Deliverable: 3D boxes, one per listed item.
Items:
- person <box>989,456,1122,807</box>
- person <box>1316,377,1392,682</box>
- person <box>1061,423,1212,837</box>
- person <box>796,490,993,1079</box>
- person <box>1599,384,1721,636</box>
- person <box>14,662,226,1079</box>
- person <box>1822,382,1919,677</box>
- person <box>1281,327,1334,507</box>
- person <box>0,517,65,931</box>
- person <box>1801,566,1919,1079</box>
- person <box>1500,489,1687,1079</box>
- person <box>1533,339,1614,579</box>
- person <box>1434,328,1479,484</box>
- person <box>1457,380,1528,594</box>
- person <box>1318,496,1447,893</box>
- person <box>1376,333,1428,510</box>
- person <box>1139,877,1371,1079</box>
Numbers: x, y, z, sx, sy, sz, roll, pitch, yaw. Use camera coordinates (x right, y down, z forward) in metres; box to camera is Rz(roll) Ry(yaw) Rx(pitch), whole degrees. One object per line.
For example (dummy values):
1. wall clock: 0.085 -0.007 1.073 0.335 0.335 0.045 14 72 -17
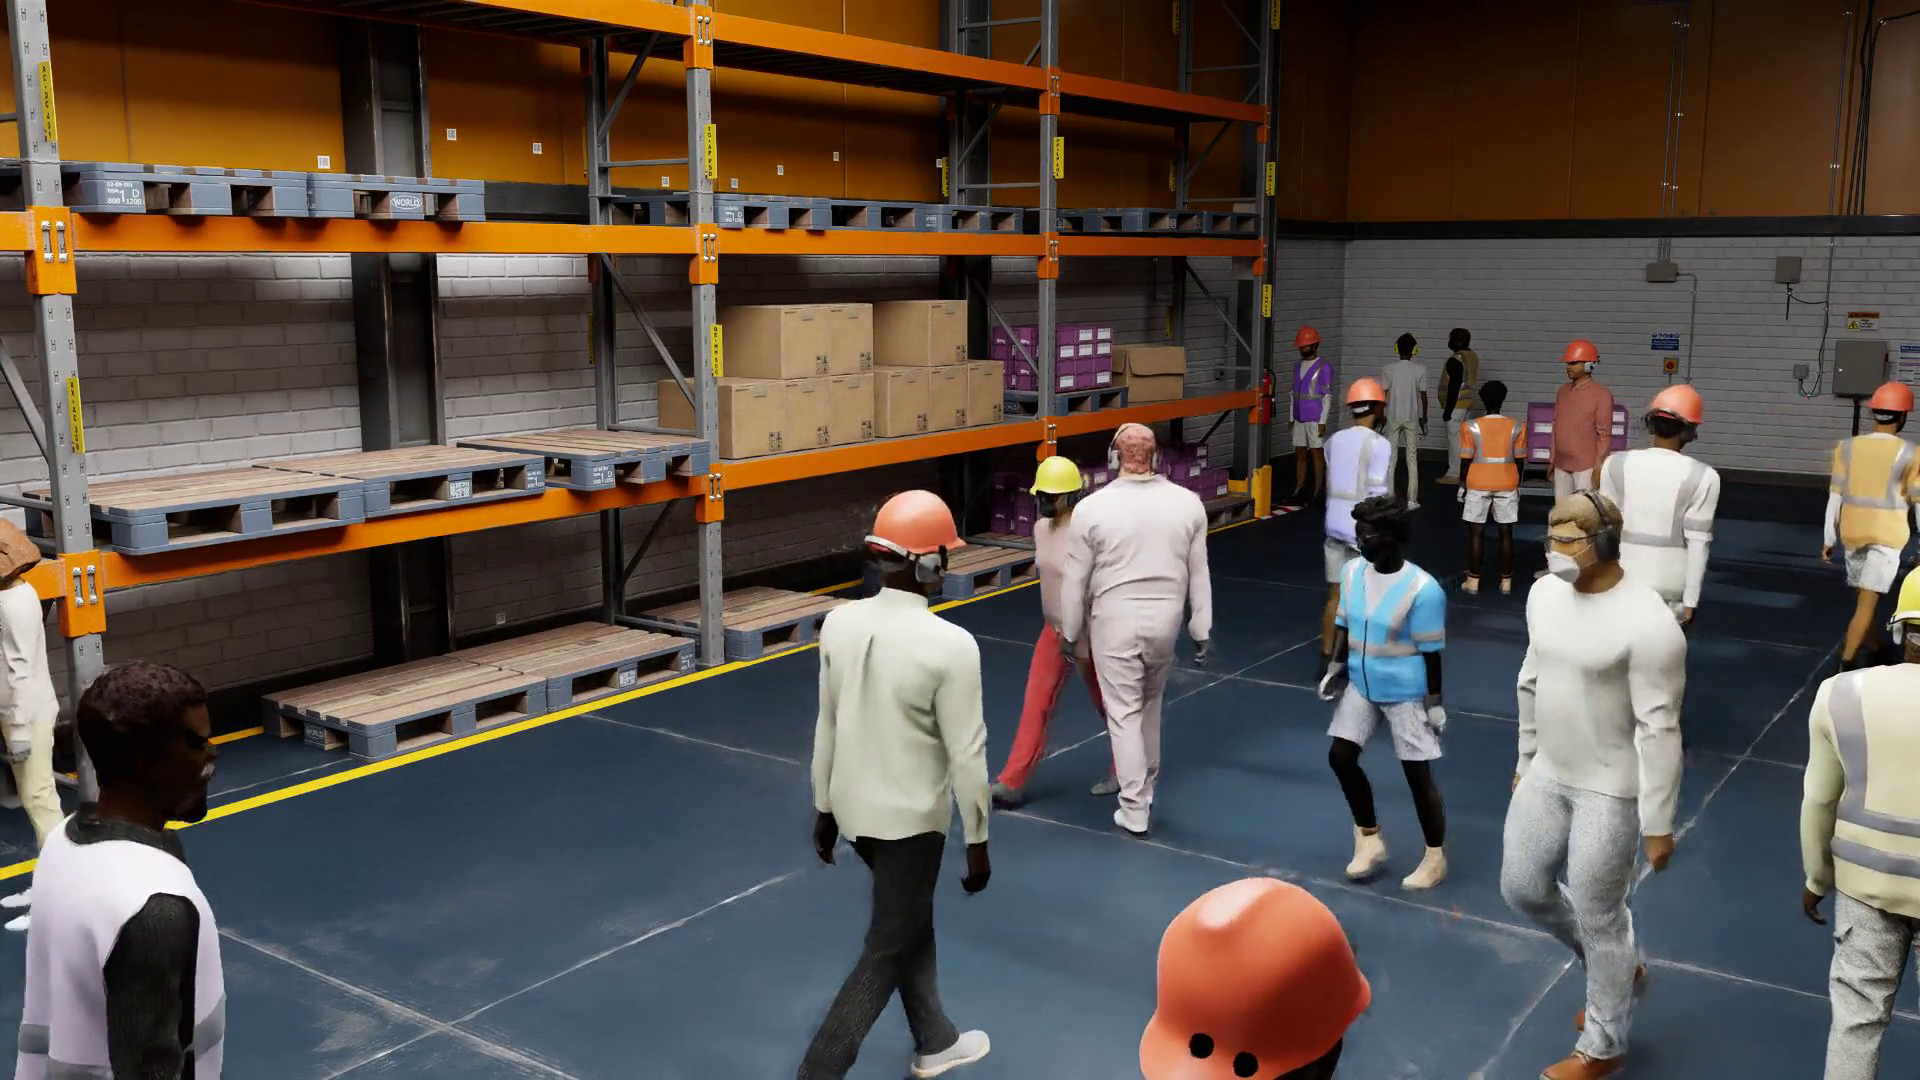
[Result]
1. person: 0.499 0.445 7.955 0.954 1.701 0.536 -7 12 -35
2. person: 2.467 -0.057 10.400 0.585 1.902 0.560 -6 11 -33
3. person: 0.784 0.393 7.760 0.680 1.878 0.725 -3 10 -15
4. person: -0.234 0.828 4.993 0.632 1.957 0.987 9 13 43
5. person: 3.481 0.218 8.450 0.623 2.009 0.861 8 12 38
6. person: -1.478 1.148 3.278 0.957 1.871 0.623 -9 13 -42
7. person: 5.670 -0.027 10.259 0.994 1.882 0.566 -7 12 -36
8. person: 3.711 -1.311 17.783 0.374 1.927 0.542 -6 11 -33
9. person: -3.726 0.718 6.595 0.270 1.627 0.502 -6 12 -34
10. person: 2.644 0.950 4.593 0.586 1.835 0.404 7 12 37
11. person: 2.025 0.791 5.294 0.494 1.921 0.703 -4 10 -21
12. person: 4.984 -0.620 13.462 0.378 1.996 0.611 -4 10 -22
13. person: 5.850 -1.577 19.620 0.429 1.846 0.627 6 11 34
14. person: 4.187 -0.410 13.117 0.530 1.692 0.321 1 10 4
15. person: 1.793 0.634 6.972 0.492 1.659 0.544 -6 11 -33
16. person: 4.679 -1.247 17.574 0.531 1.869 0.310 3 10 16
17. person: 0.401 1.339 2.125 0.579 1.874 0.969 9 13 43
